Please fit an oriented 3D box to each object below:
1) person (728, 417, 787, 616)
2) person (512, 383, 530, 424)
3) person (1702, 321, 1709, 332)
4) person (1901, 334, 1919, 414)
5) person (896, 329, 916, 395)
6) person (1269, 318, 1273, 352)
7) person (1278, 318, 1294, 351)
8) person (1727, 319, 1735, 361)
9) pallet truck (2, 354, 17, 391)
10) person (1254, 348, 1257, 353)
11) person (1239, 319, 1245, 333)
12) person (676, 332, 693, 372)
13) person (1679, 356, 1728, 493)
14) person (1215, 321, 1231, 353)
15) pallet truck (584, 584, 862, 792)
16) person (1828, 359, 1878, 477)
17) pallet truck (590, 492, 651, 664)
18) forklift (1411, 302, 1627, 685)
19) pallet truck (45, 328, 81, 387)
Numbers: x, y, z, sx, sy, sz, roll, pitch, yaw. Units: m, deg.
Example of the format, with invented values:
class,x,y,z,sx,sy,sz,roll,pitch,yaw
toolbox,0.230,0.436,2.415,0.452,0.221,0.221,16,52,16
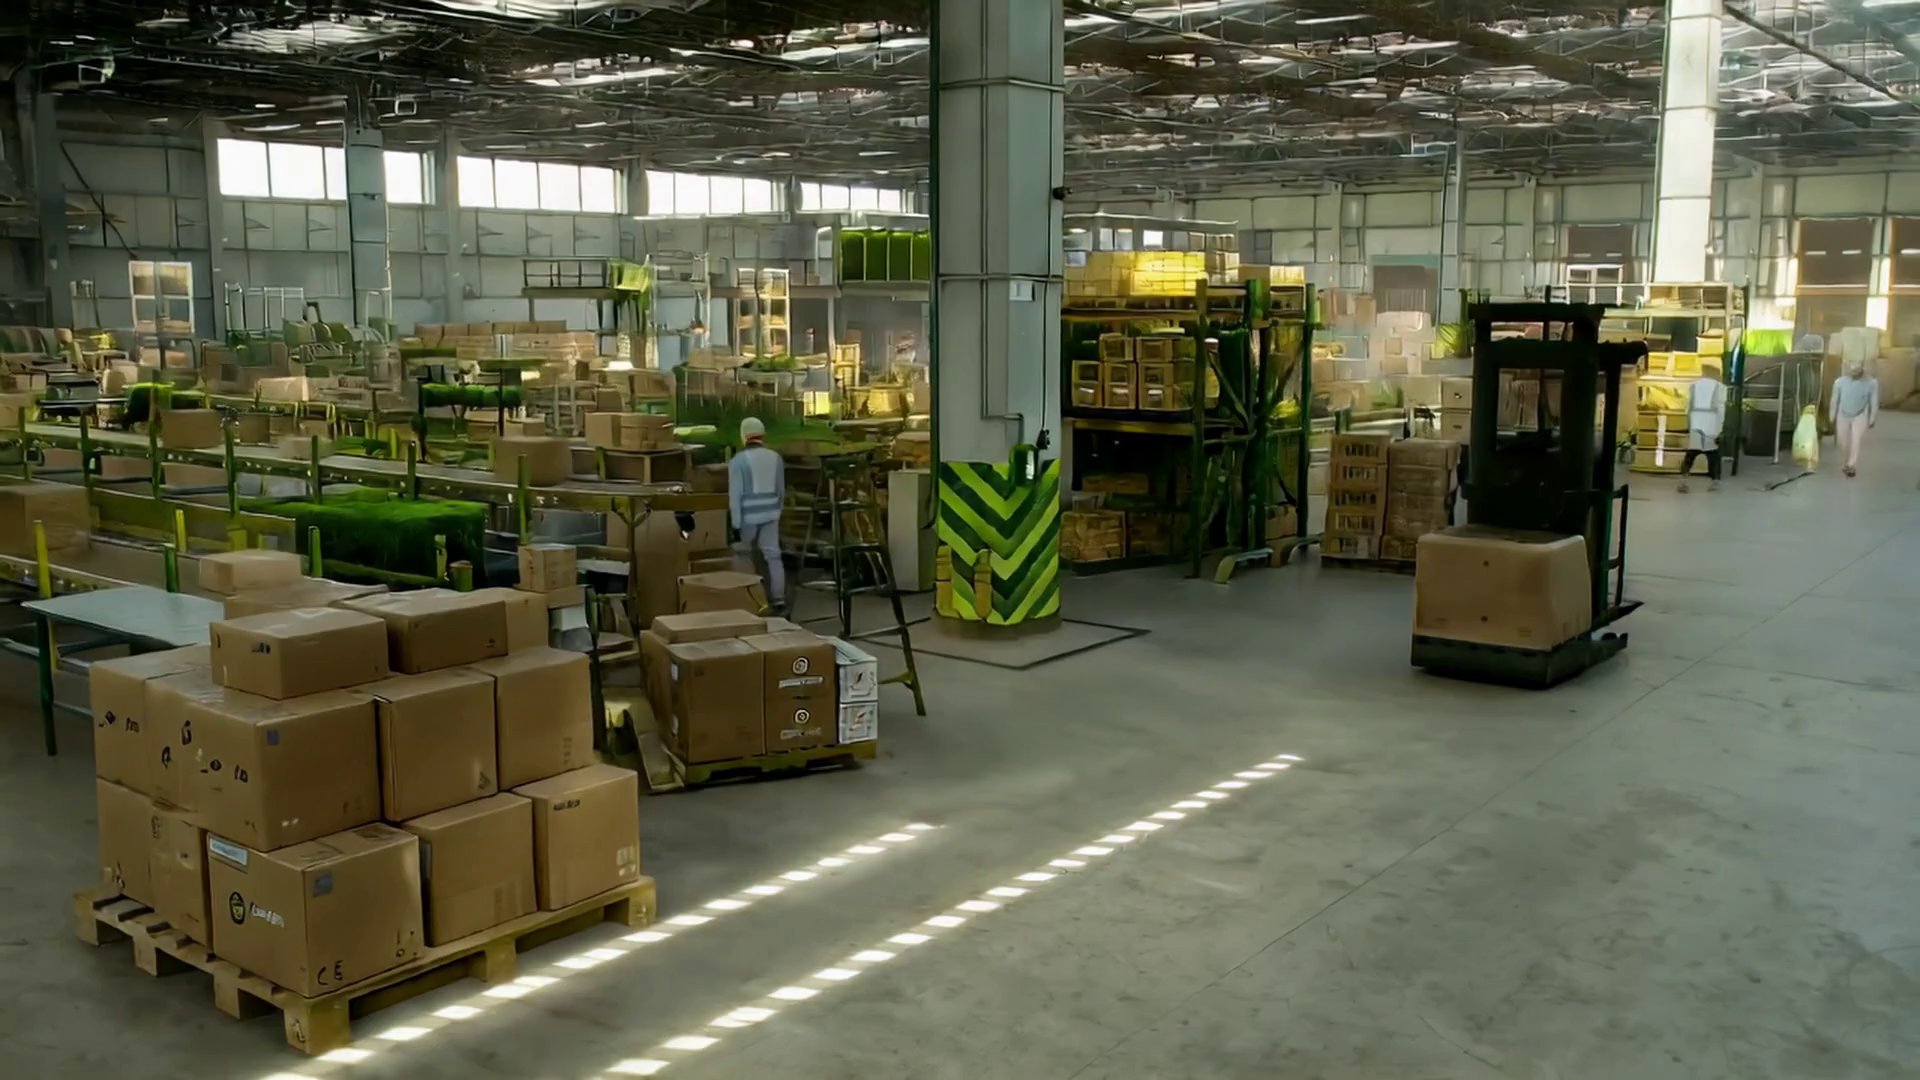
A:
class,x,y,z,sx,sy,sz,roll,pitch,yaw
person,-1.856,-0.220,15.078,0.622,1.780,0.944,-6,10,-36
person,-8.170,-2.471,30.817,0.539,1.621,0.433,8,12,43
person,24.658,-6.355,55.553,0.762,2.000,0.649,3,9,18
person,23.023,-3.998,39.978,0.507,1.947,0.626,7,11,39
person,-1.473,-5.047,47.323,0.988,1.861,0.595,7,11,38
person,15.334,-10.140,81.730,0.508,1.847,0.345,-3,9,-19
person,13.208,-8.093,67.468,0.653,1.978,0.440,4,9,24
person,32.070,-8.288,69.238,0.546,1.847,0.427,-4,9,-27
pallet truck,-24.881,-4.417,42.634,1.885,1.965,0.823,8,11,41
person,7.993,-4.865,46.373,0.597,1.792,0.927,7,11,40
person,11.659,-8.220,68.530,0.389,1.929,0.539,3,9,18
person,-9.596,-6.498,57.659,0.874,1.706,0.494,4,9,27
person,10.795,-1.674,24.144,0.975,2.009,0.608,-8,12,-44
person,9.847,-7.307,62.531,0.704,1.867,0.463,0,8,0
pallet truck,-1.426,0.805,10.019,1.601,1.201,0.680,-4,9,-26
person,14.248,-1.957,26.570,0.649,1.866,1.015,6,10,35
pallet truck,-3.115,0.344,12.883,0.653,1.274,1.630,7,11,37
forklift,4.379,-0.438,12.852,1.129,2.768,1.873,7,11,37
pallet truck,-23.775,-4.544,43.495,1.885,1.965,0.823,6,10,35
